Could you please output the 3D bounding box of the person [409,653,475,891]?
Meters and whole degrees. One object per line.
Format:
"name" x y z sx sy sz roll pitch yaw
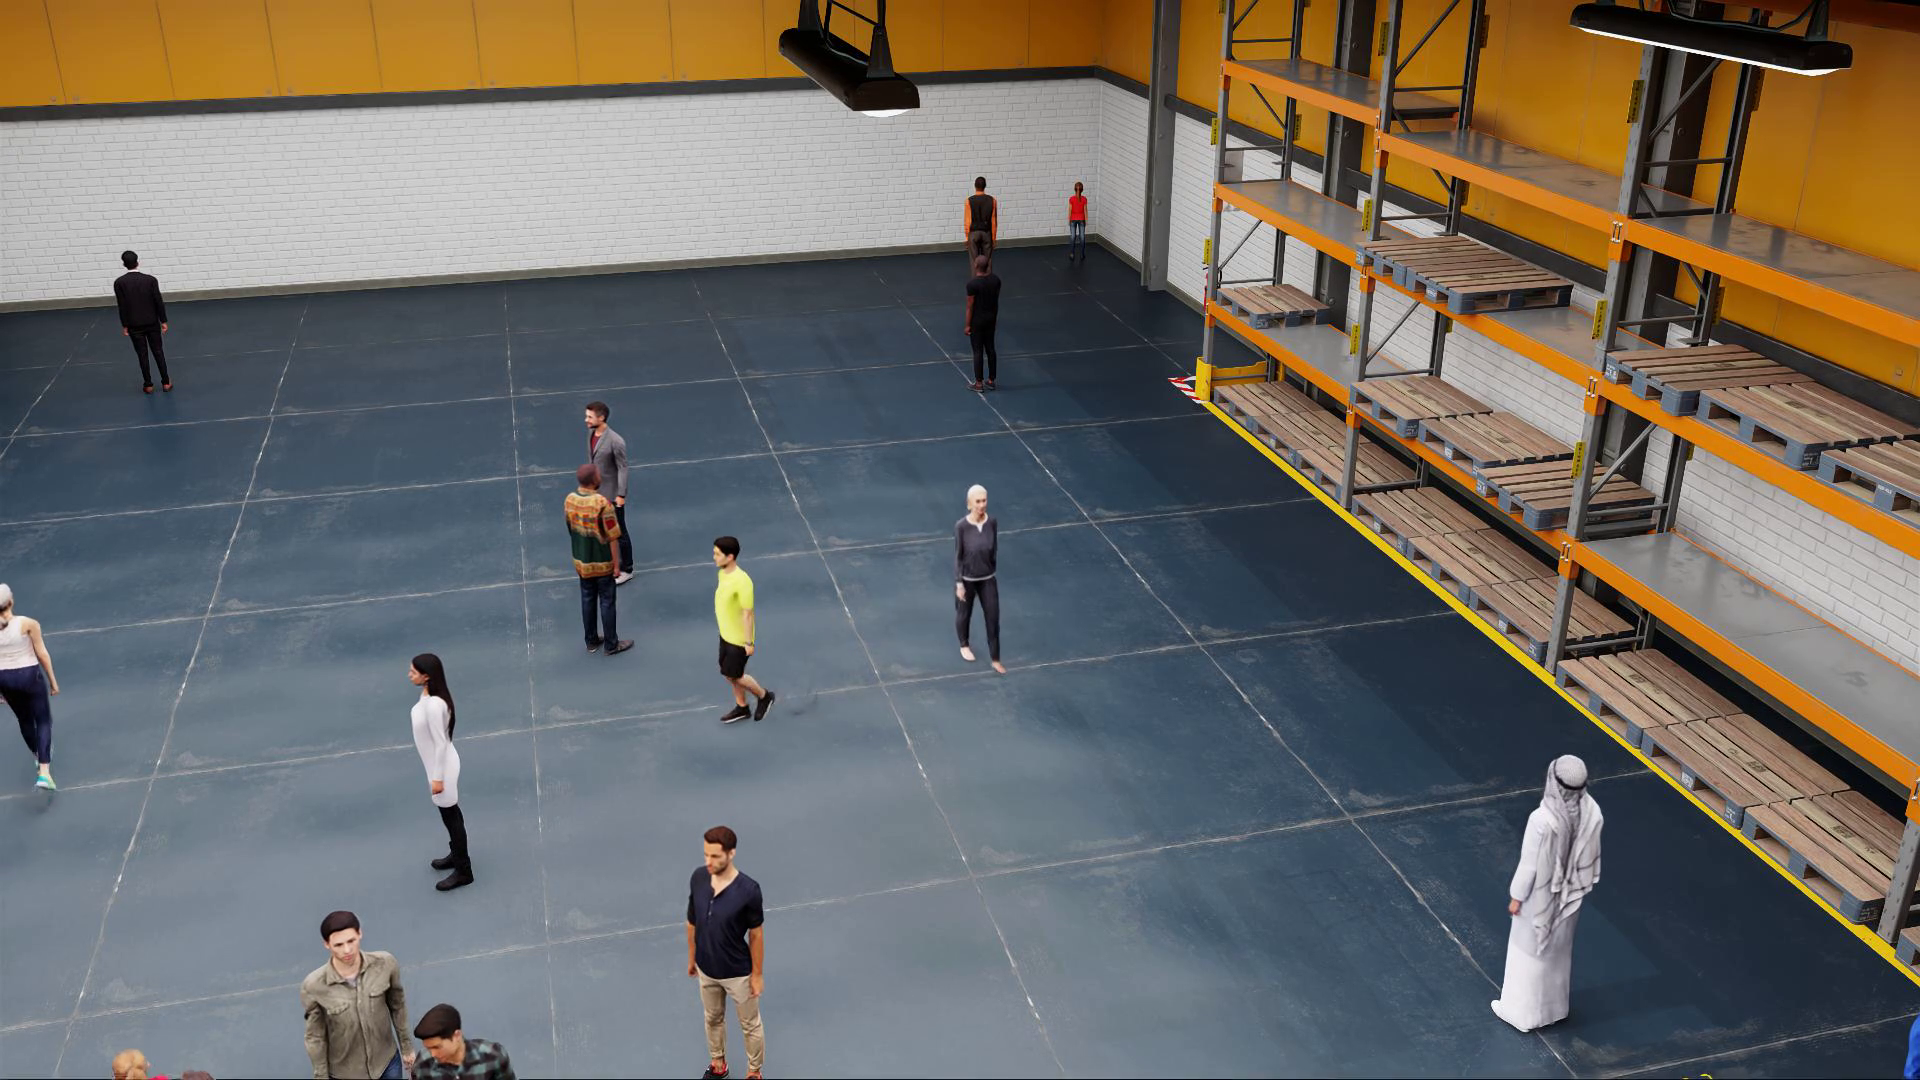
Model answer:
"person" -3.632 1.601 11.672 0.685 1.808 0.488 -8 25 -18

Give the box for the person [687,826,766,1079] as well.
"person" -1.351 2.456 9.654 0.714 1.859 0.733 9 25 19

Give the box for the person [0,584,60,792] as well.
"person" -7.242 1.159 12.836 0.598 1.686 0.994 -6 24 -14

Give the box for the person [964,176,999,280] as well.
"person" 0.323 -4.734 26.040 0.703 1.908 0.620 -4 24 -9

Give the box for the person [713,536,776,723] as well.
"person" -1.792 0.739 13.783 0.807 1.697 0.753 -15 28 -30

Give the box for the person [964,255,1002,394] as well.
"person" 0.301 -2.849 21.838 0.730 1.819 0.678 -15 28 -30

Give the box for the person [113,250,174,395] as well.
"person" -10.712 -2.861 21.790 0.754 1.881 0.649 -13 27 -27

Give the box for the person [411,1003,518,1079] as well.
"person" -2.503 2.981 8.492 0.804 1.679 0.982 -3 24 -6

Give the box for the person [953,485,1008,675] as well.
"person" 0.100 0.296 14.792 0.639 1.702 0.905 -7 25 -16

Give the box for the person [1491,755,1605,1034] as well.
"person" 3.629 2.170 10.224 0.686 1.927 0.632 -7 25 -17

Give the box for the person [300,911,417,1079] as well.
"person" -3.196 2.781 8.902 0.780 1.865 0.736 -17 29 -33

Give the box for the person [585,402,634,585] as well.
"person" -3.469 -0.482 16.360 0.729 1.871 0.839 19 30 37

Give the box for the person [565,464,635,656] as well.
"person" -3.279 0.168 14.952 0.818 1.807 0.870 12 26 25

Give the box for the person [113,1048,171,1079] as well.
"person" -4.182 3.202 8.674 0.628 1.278 0.701 -20 30 -38

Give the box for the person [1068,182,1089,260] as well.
"person" 2.014 -5.472 28.477 0.549 1.310 0.561 1 24 2
